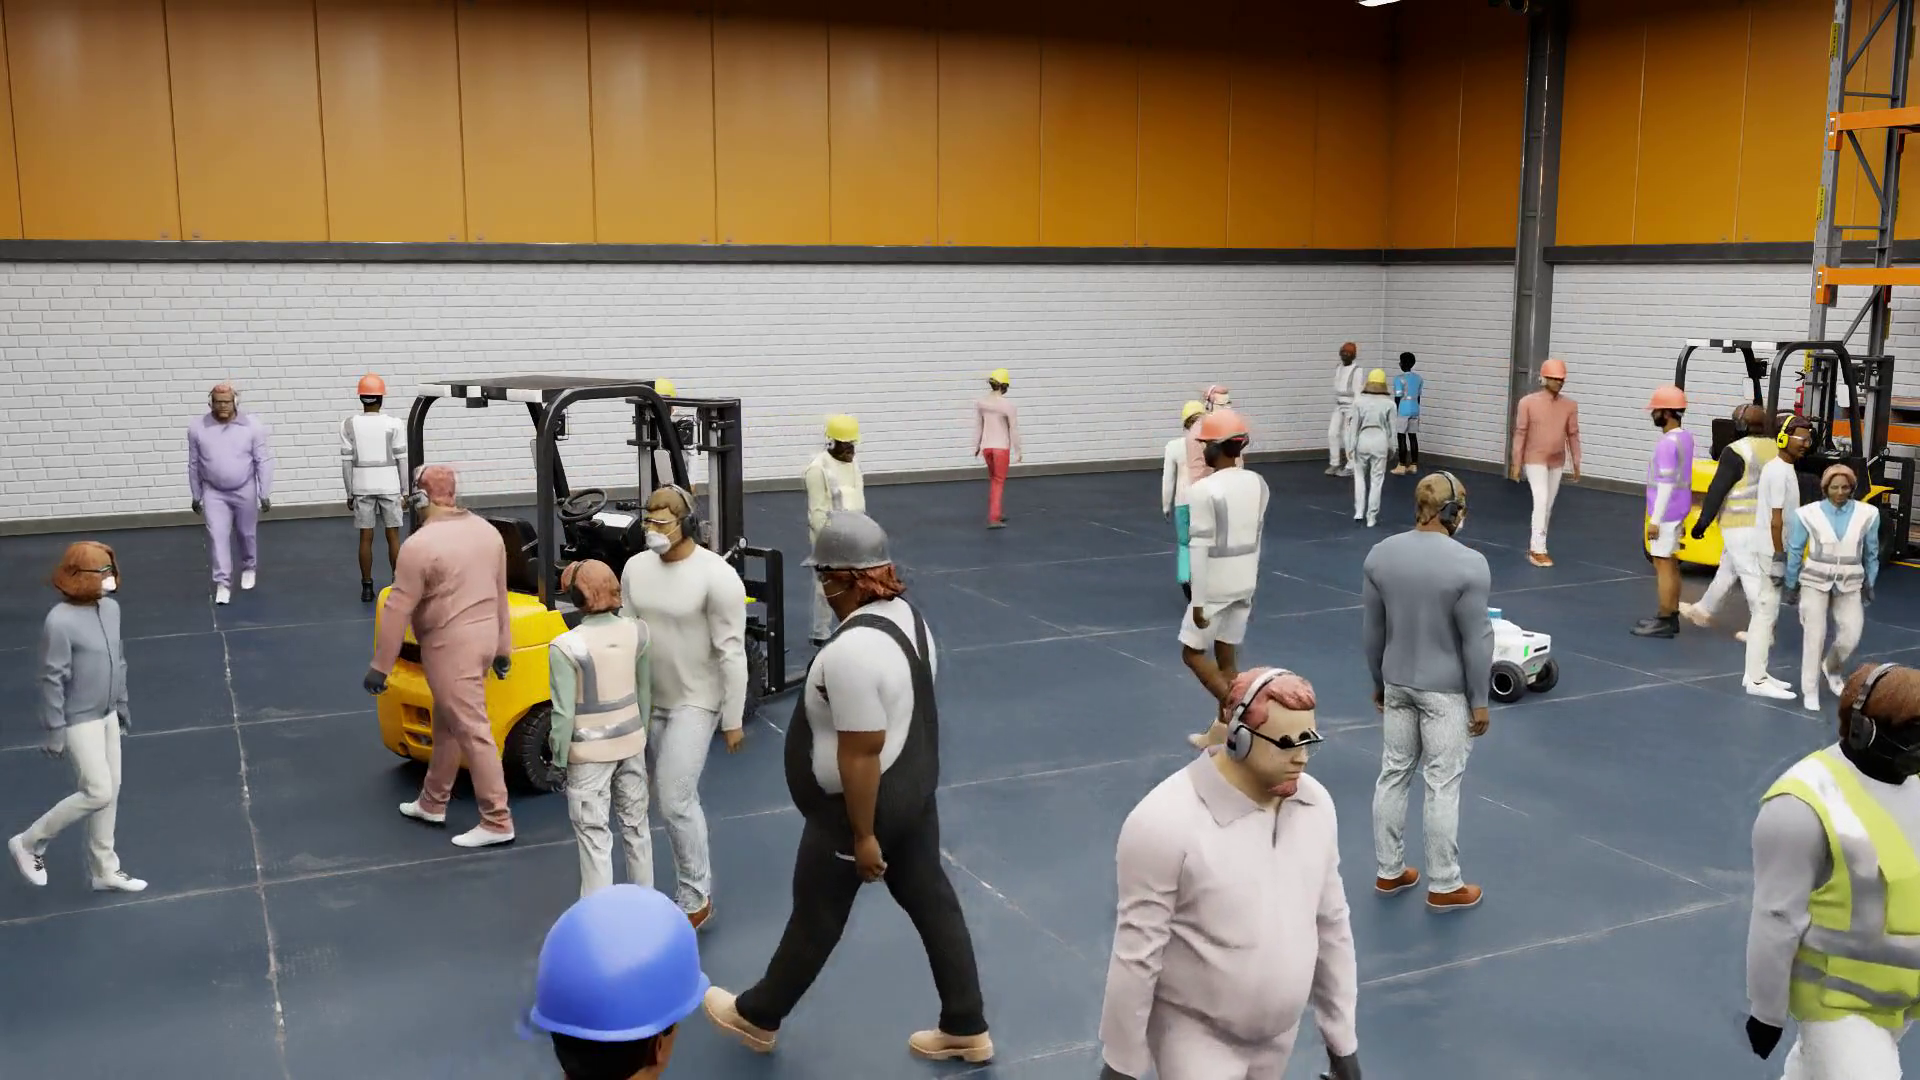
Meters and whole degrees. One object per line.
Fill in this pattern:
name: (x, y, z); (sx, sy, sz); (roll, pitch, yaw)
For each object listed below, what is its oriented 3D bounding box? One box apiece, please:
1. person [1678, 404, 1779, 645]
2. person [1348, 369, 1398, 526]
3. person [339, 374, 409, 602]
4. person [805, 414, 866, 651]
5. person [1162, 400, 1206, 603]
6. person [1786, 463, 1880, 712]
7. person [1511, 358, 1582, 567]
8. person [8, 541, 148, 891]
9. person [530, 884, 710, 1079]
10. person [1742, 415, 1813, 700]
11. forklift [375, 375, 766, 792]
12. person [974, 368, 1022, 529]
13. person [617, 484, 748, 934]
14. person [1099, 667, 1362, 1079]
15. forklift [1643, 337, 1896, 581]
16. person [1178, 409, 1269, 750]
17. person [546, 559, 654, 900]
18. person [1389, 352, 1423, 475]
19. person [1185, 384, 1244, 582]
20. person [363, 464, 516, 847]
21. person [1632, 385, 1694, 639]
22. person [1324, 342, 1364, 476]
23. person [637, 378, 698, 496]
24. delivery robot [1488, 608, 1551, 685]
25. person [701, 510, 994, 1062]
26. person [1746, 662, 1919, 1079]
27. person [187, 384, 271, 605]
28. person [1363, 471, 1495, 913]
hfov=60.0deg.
person: (5.895, -0.142, 12.709); (0.640, 1.791, 0.940); (-6, 11, -34)
person: (4.580, -1.029, 18.422); (0.520, 1.723, 0.573); (3, 10, 16)
person: (-4.947, -0.437, 14.113); (0.545, 1.938, 0.357); (-2, 9, -11)
person: (-0.812, -0.024, 12.028); (0.760, 1.786, 0.649); (6, 11, 33)
person: (1.947, -0.287, 13.807); (0.531, 1.736, 0.656); (1, 9, 5)
person: (5.549, 0.292, 10.617); (0.527, 1.607, 0.519); (3, 10, 16)
person: (5.622, -0.721, 15.750); (0.646, 1.972, 0.743); (-2, 9, -13)
person: (-3.928, 0.802, 7.382); (0.462, 1.621, 0.513); (0, 9, 0)
person: (-0.509, 1.453, 2.397); (0.606, 1.936, 0.506); (3, 10, 17)
person: (5.413, 0.103, 11.000); (0.336, 1.864, 0.521); (4, 10, 24)
forklift: (-2.268, 0.149, 9.685); (1.214, 2.155, 2.313); (6, 11, 32)
person: (0.476, -1.008, 18.257); (0.558, 1.745, 0.704); (7, 12, 38)
person: (-1.251, 0.727, 6.948); (0.641, 1.922, 0.604); (7, 12, 38)
person: (0.728, 1.231, 4.009); (0.655, 1.853, 0.979); (-6, 11, -35)
forklift: (7.551, -0.789, 15.507); (2.313, 2.155, 1.214); (-4, 10, -25)
person: (1.532, 0.267, 9.478); (0.613, 2.023, 0.547); (-7, 11, -36)
person: (-1.469, 0.886, 6.837); (0.310, 1.638, 0.514); (7, 12, 37)
person: (6.157, -1.745, 22.972); (0.540, 1.695, 0.317); (-6, 11, -34)
person: (2.127, -0.325, 13.552); (0.586, 1.889, 0.678); (8, 12, 41)
person: (-2.558, 0.563, 8.131); (0.891, 1.856, 0.672); (3, 10, 18)
person: (5.386, -0.215, 12.737); (0.369, 1.936, 0.548); (7, 11, 36)
person: (5.259, -1.765, 22.609); (0.534, 1.850, 0.623); (-5, 10, -28)
person: (-2.696, -0.568, 15.254); (0.597, 1.831, 0.403); (3, 10, 18)
delivery robot: (3.539, 0.697, 11.068); (0.477, 0.478, 0.707); (-8, 12, -42)
person: (-0.369, 0.846, 5.838); (1.075, 2.000, 0.695); (4, 10, 21)
person: (2.417, 1.203, 4.379); (0.635, 1.792, 0.955); (-5, 10, -26)
person: (-6.295, -0.431, 14.366); (0.651, 1.857, 0.993); (-3, 10, -20)
person: (2.056, 0.661, 7.317); (0.370, 1.934, 0.627); (-8, 12, -39)
